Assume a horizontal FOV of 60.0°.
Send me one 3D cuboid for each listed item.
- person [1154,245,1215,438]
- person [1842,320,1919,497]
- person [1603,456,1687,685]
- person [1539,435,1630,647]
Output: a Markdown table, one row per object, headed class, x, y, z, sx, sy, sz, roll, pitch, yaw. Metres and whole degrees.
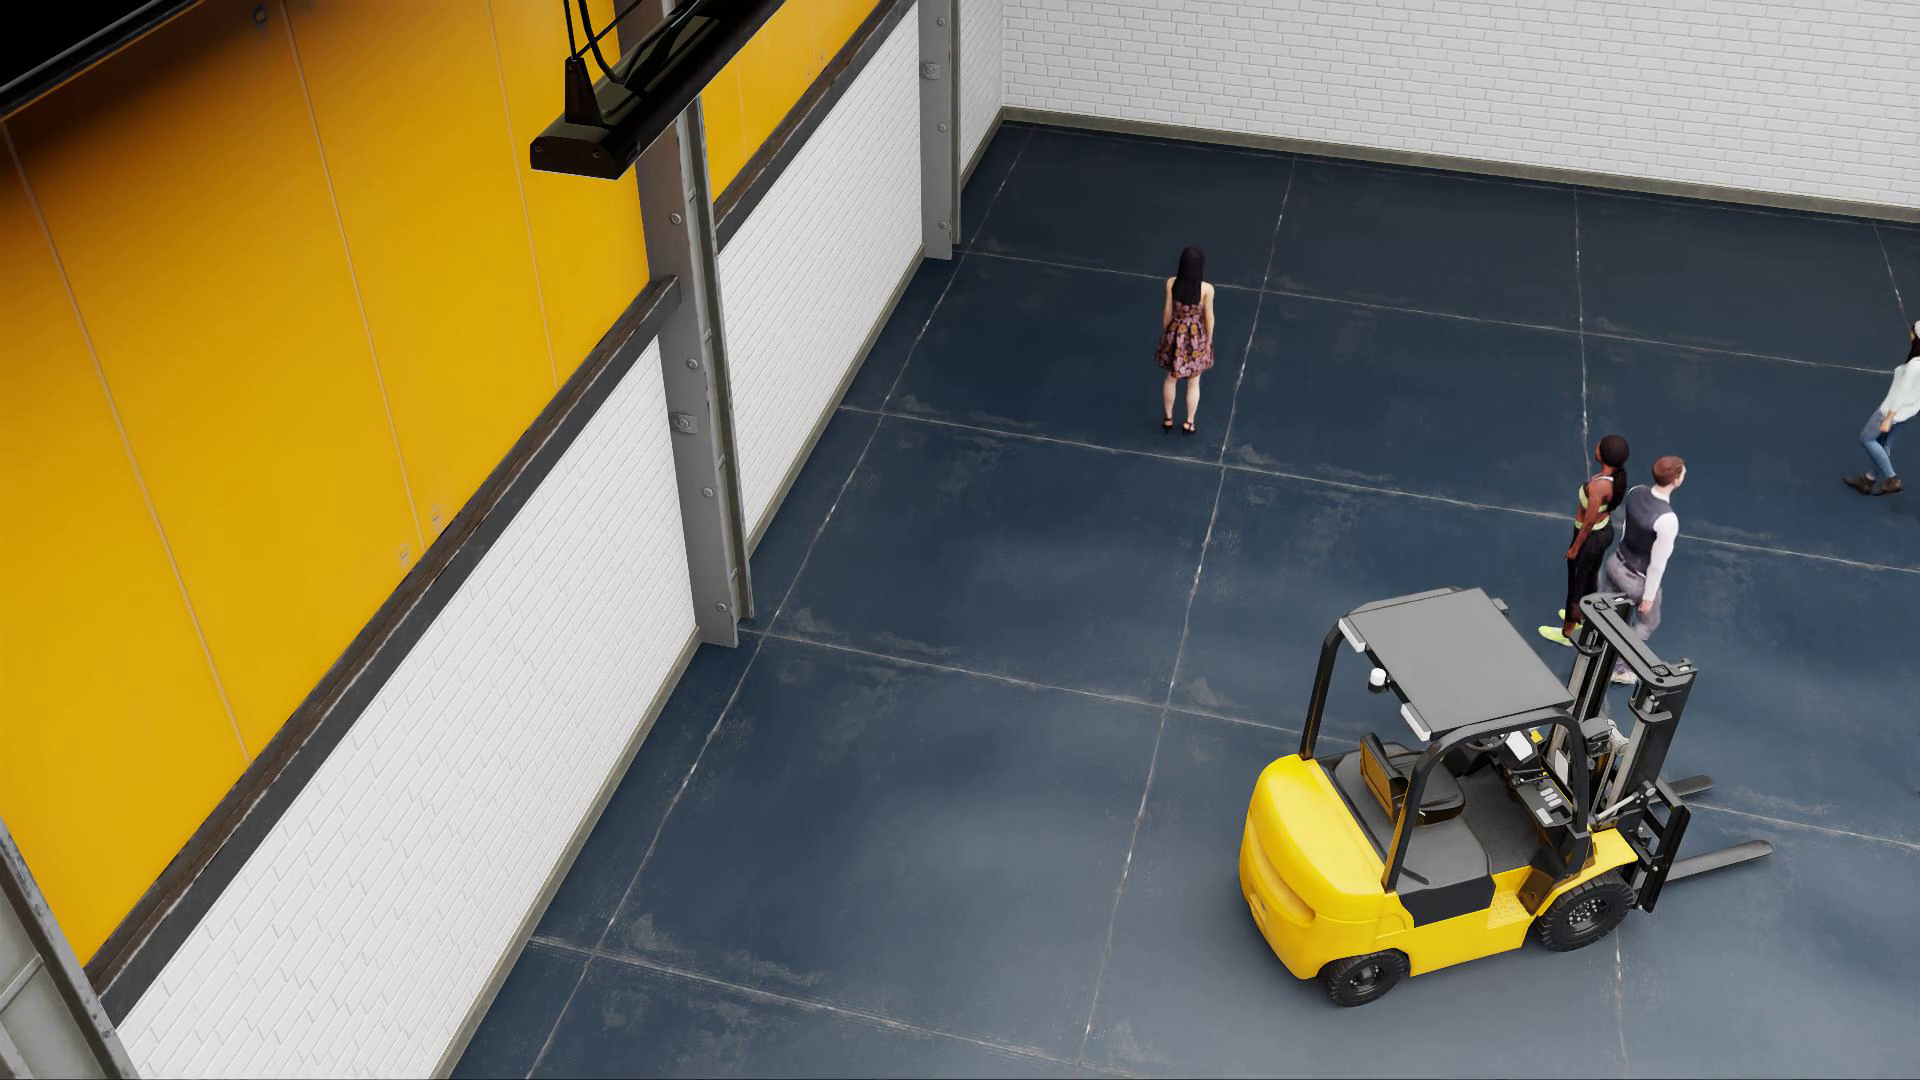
| class | x | y | z | sx | sy | sz | roll | pitch | yaw |
| --- | --- | --- | --- | --- | --- | --- | --- | --- | --- |
| person | 1.881 | -1.652 | 13.868 | 0.676 | 1.774 | 0.680 | 13 | 40 | 15 |
| person | 7.500 | -1.003 | 13.164 | 0.791 | 1.638 | 0.843 | -26 | 45 | -29 |
| person | 4.524 | 0.253 | 11.363 | 0.894 | 1.923 | 0.803 | -9 | 39 | -11 |
| person | 4.486 | 0.006 | 11.808 | 0.606 | 1.753 | 0.703 | -30 | 47 | -32 |
